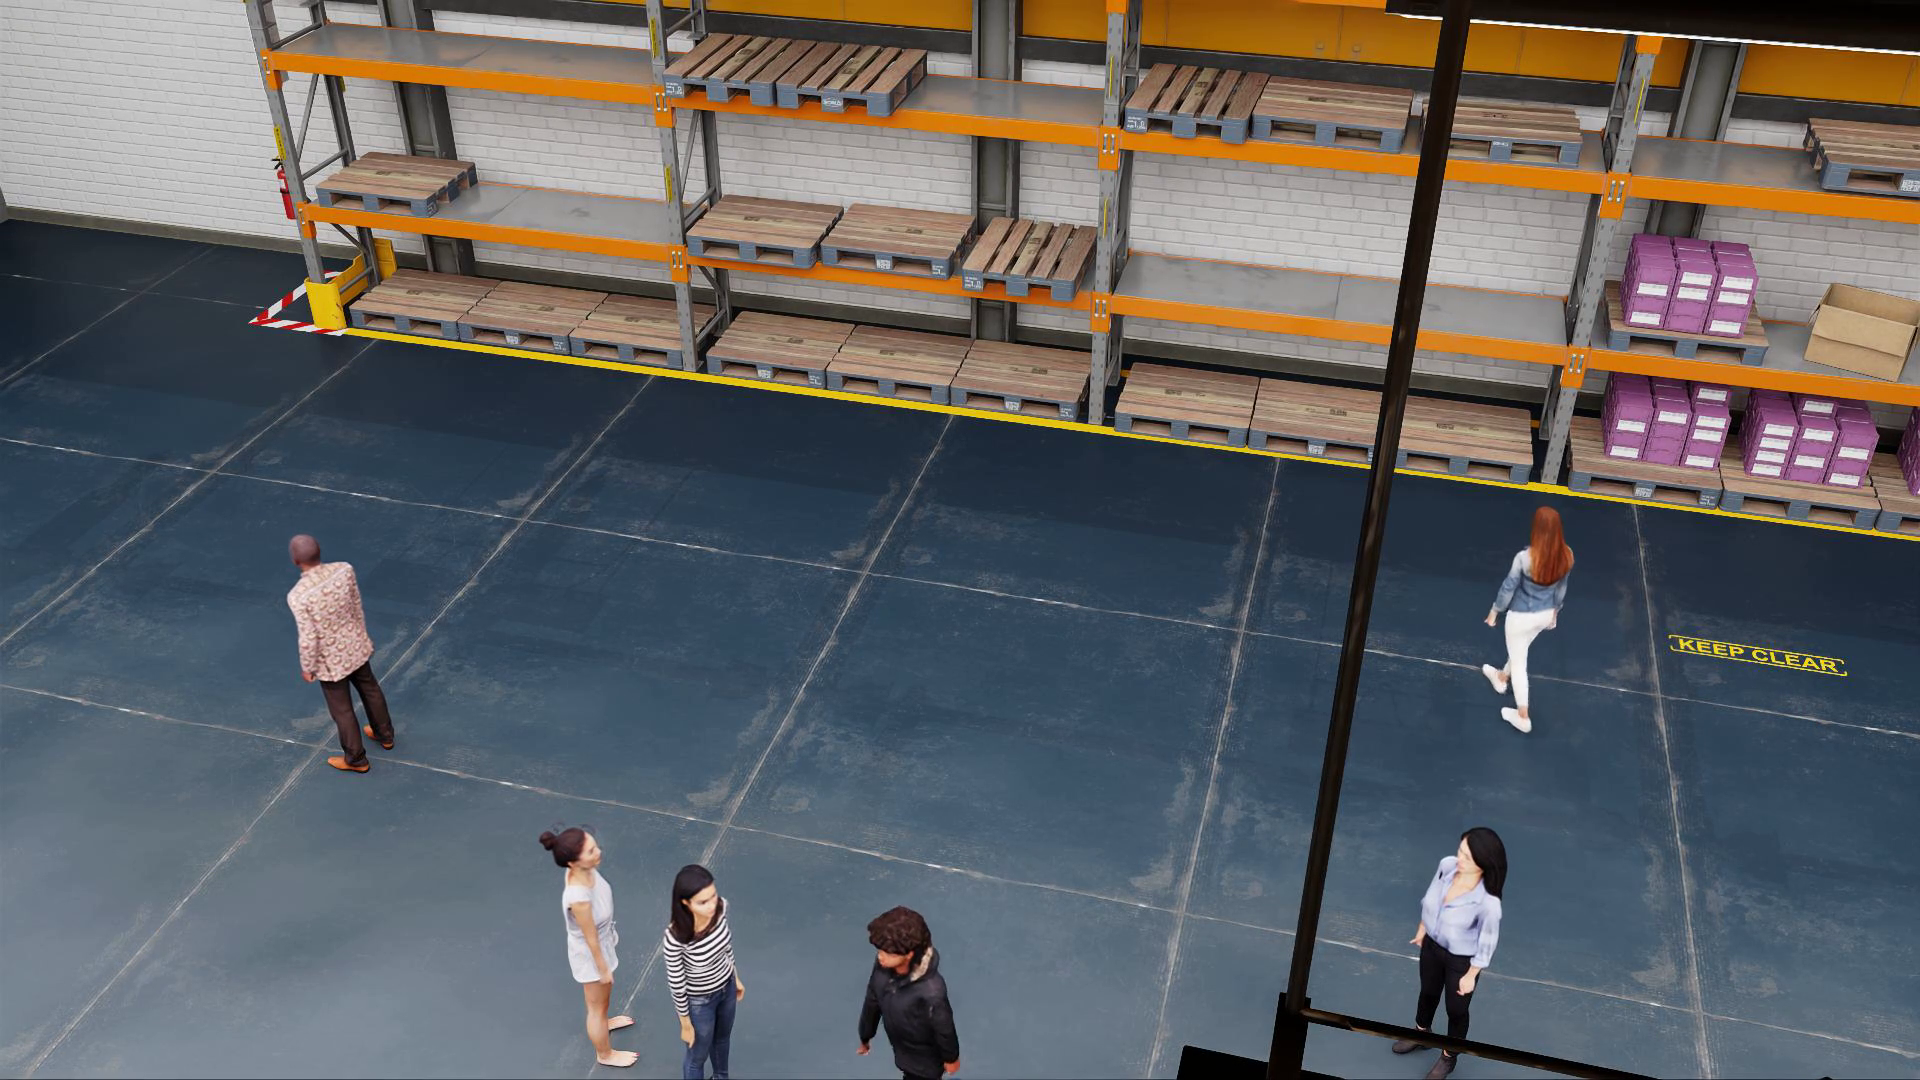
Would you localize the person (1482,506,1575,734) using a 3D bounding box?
[{"bbox_3d":[3.901,0.570,11.304,1.004,1.674,0.997,-10,35,-15],"label":"person"}]

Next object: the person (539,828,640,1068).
[{"bbox_3d":[-1.981,2.173,8.954,0.688,1.604,0.658,-7,34,-11],"label":"person"}]

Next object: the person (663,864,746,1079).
[{"bbox_3d":[-1.298,2.348,8.517,0.590,1.796,0.642,20,39,28],"label":"person"}]

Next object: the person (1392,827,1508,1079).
[{"bbox_3d":[2.610,2.191,8.801,0.774,1.744,0.727,-15,37,-22],"label":"person"}]

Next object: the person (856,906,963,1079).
[{"bbox_3d":[-0.157,2.464,8.390,0.983,1.745,0.974,-27,42,-35],"label":"person"}]

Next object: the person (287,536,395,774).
[{"bbox_3d":[-4.081,0.735,10.932,0.674,1.810,0.736,17,37,24],"label":"person"}]
